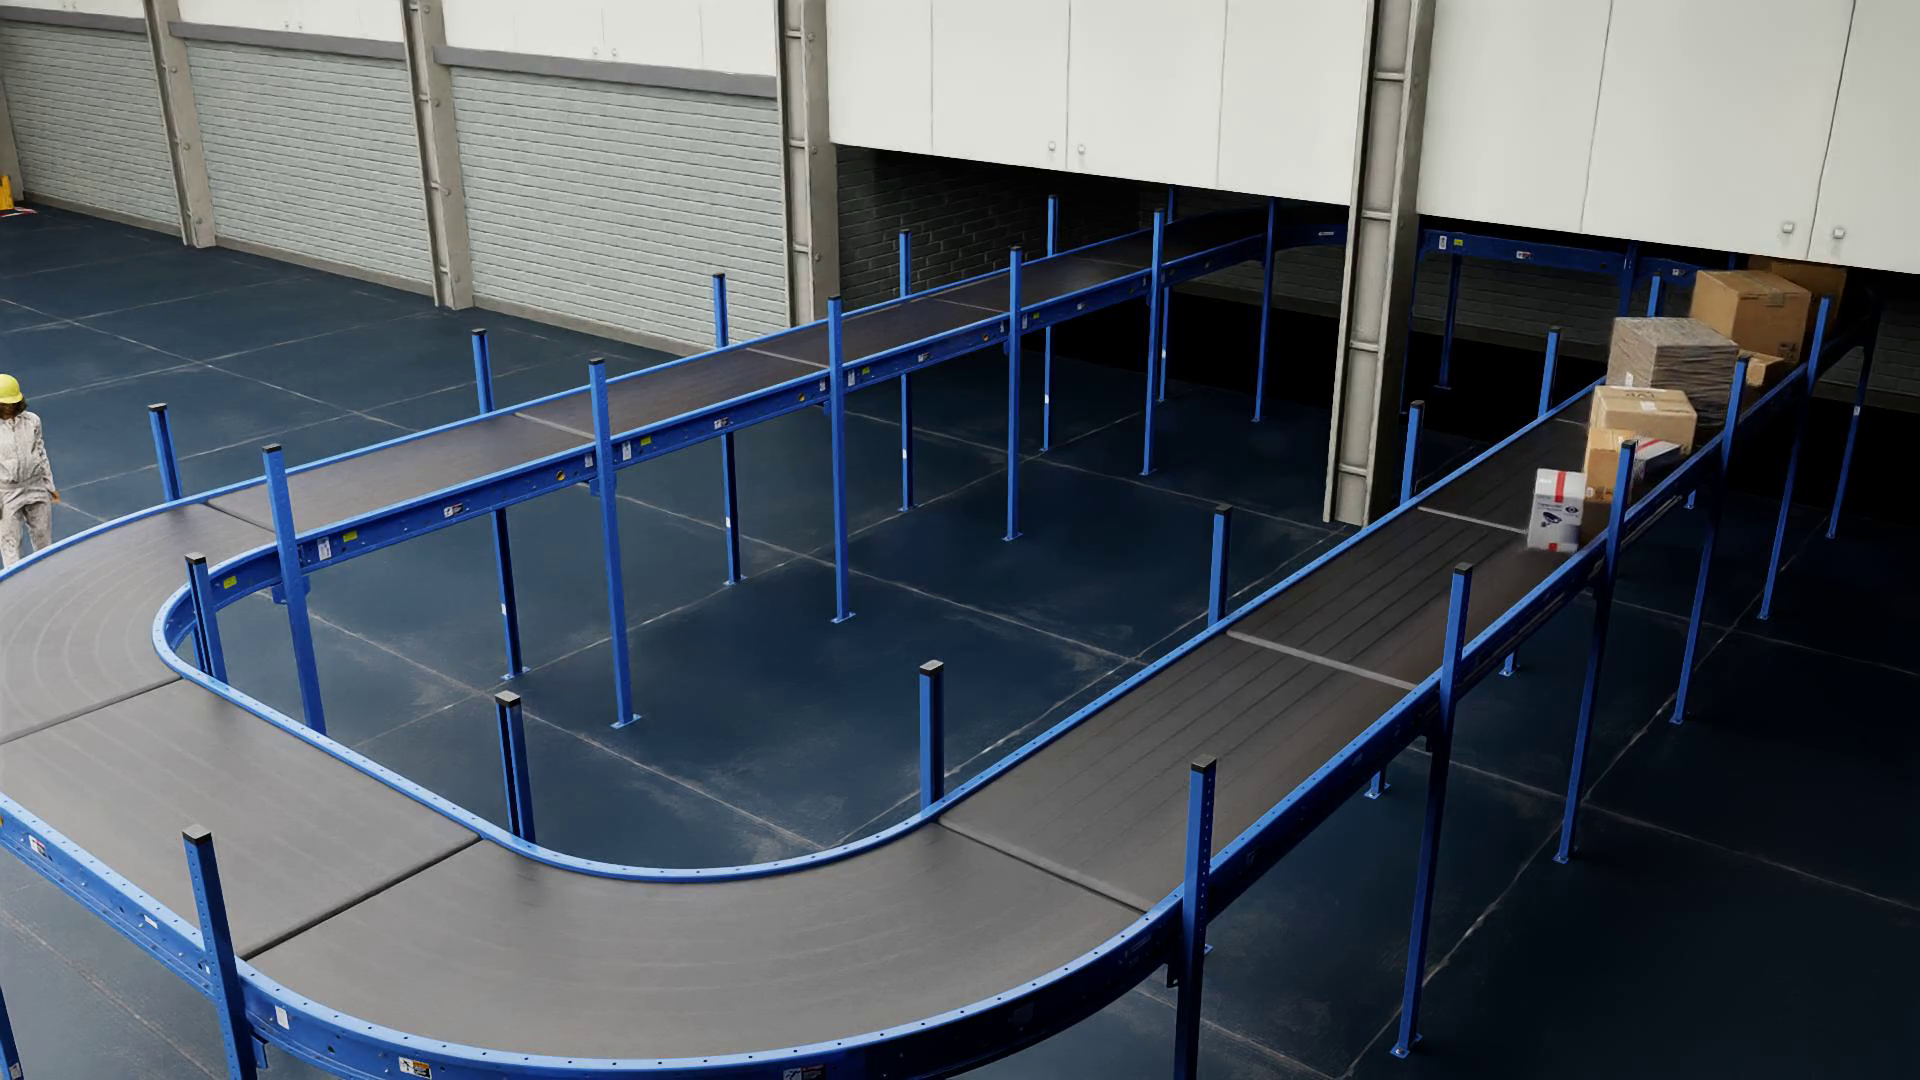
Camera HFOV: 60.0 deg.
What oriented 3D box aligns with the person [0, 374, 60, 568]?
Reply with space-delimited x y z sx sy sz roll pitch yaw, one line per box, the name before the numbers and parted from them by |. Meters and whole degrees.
person | -6.550 -0.320 11.634 0.308 1.736 0.484 12 24 28
